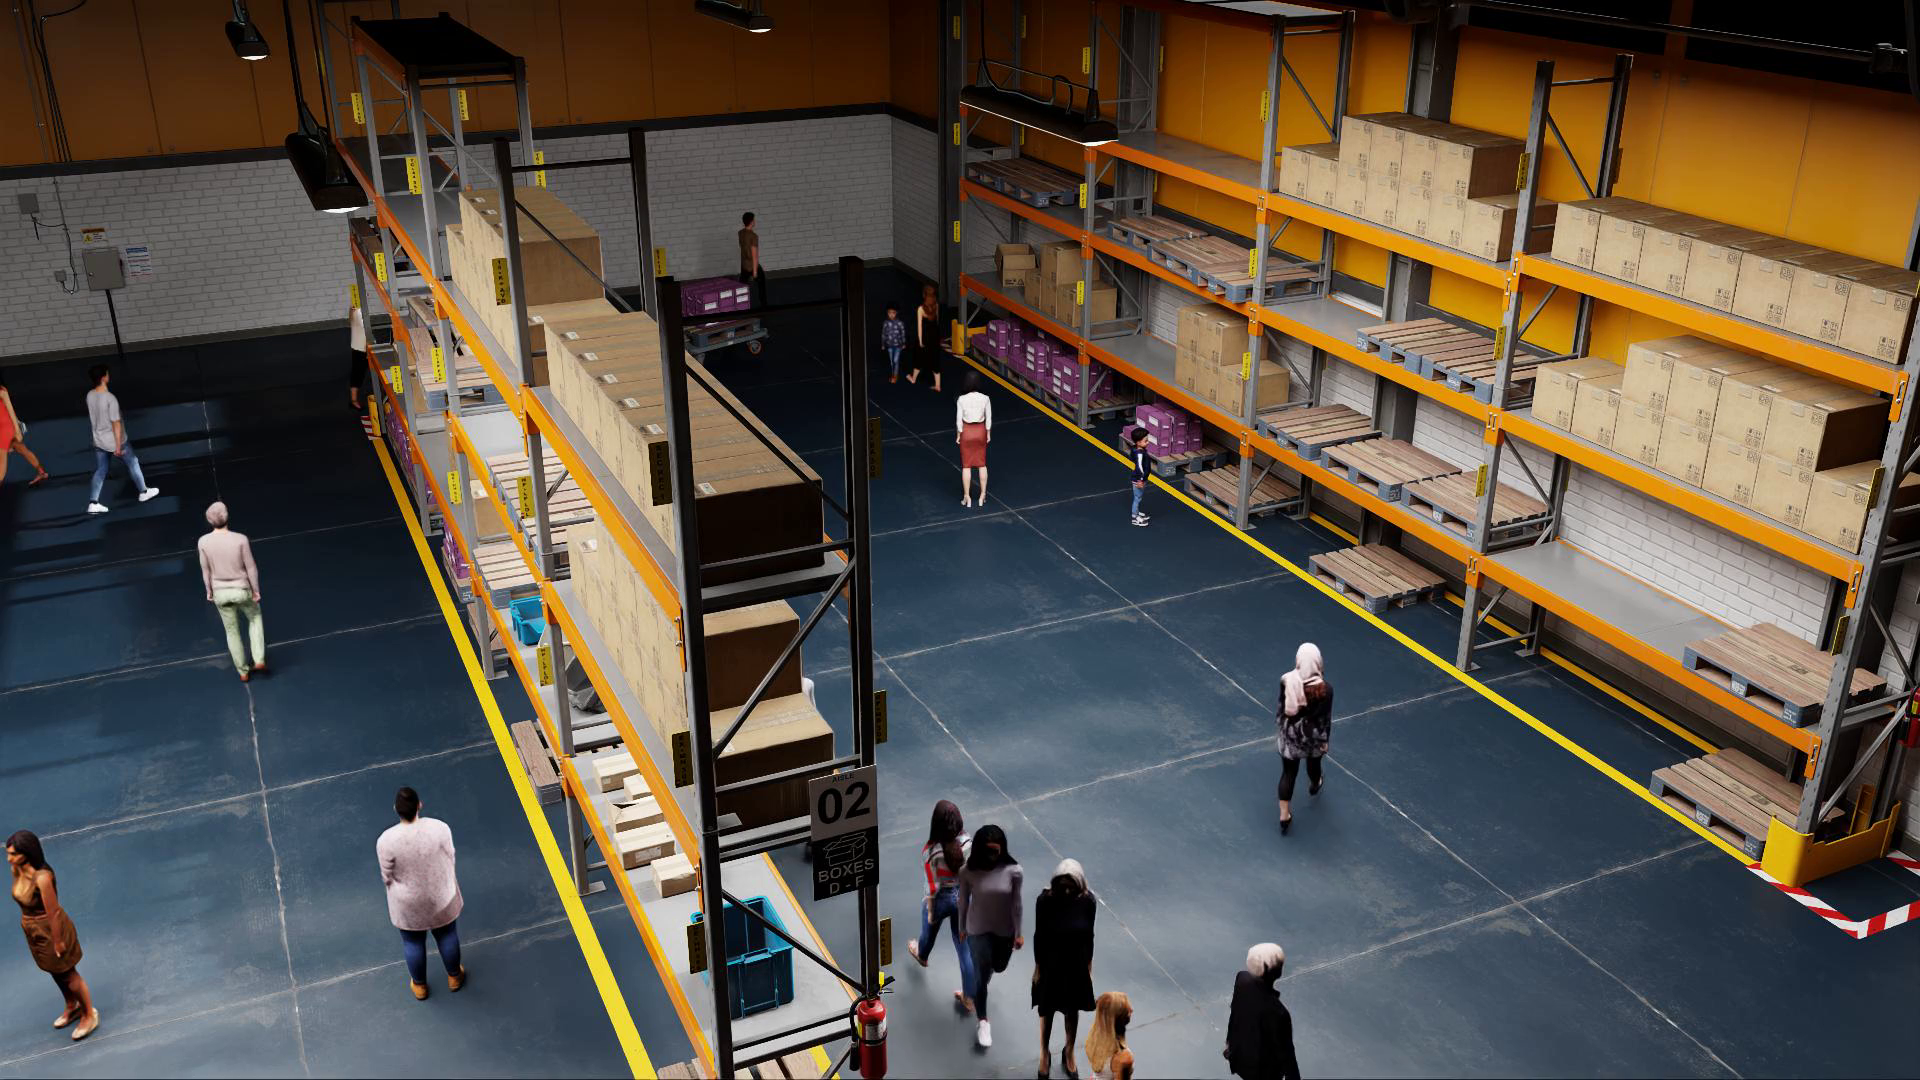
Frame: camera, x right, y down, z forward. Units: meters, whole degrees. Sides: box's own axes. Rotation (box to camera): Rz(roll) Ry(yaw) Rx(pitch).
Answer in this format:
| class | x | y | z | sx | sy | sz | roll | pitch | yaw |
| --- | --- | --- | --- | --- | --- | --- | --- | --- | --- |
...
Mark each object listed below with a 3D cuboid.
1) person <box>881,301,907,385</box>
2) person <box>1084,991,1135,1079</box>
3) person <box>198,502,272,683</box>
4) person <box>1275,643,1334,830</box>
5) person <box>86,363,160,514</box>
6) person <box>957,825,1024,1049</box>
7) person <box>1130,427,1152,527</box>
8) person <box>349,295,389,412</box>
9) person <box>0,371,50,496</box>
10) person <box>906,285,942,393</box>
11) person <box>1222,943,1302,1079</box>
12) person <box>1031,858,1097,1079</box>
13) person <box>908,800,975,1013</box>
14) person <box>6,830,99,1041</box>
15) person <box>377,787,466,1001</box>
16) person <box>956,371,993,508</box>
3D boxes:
| class | x | y | z | sx | sy | sz | roll | pitch | yaw |
| --- | --- | --- | --- | --- | --- | --- | --- | --- | --- |
| person | -0.981 | -3.022 | 25.267 | 0.712 | 1.239 | 0.775 | 7 | 25 | 16 |
| person | 0.814 | 3.415 | 9.845 | 0.731 | 1.798 | 0.863 | -8 | 25 | -18 |
| person | -7.125 | 0.562 | 16.291 | 0.704 | 1.861 | 0.705 | -7 | 25 | -16 |
| person | 2.863 | 1.692 | 14.061 | 1.119 | 1.577 | 1.138 | 10 | 26 | 22 |
| person | -10.477 | -1.193 | 20.325 | 1.175 | 1.847 | 1.250 | 8 | 25 | 18 |
| person | 0.209 | 2.671 | 11.656 | 0.843 | 1.711 | 1.067 | 2 | 24 | 3 |
| person | 2.180 | -0.785 | 20.172 | 0.659 | 1.221 | 0.582 | 5 | 24 | 11 |
| person | -8.638 | -2.688 | 23.772 | 0.713 | 1.825 | 0.945 | -12 | 26 | -26 |
| person | -11.969 | -1.400 | 21.023 | 1.157 | 1.667 | 1.036 | 17 | 29 | 34 |
| person | -0.414 | -2.973 | 24.720 | 0.639 | 1.589 | 0.979 | -15 | 28 | -30 |
| person | 1.743 | 3.144 | 9.924 | 0.813 | 1.755 | 1.168 | -8 | 25 | -17 |
| person | 0.691 | 2.876 | 11.140 | 0.671 | 1.748 | 0.673 | -2 | 24 | -5 |
| person | -0.023 | 2.641 | 11.909 | 0.602 | 1.562 | 1.047 | -12 | 26 | -25 |
| person | -6.327 | 2.730 | 11.553 | 0.610 | 1.684 | 0.705 | 14 | 27 | 30 |
| person | -3.873 | 2.516 | 11.968 | 0.687 | 1.743 | 0.619 | -9 | 25 | -20 |
| person | 0.164 | -1.250 | 20.575 | 0.643 | 1.750 | 0.589 | -4 | 24 | -10 |
